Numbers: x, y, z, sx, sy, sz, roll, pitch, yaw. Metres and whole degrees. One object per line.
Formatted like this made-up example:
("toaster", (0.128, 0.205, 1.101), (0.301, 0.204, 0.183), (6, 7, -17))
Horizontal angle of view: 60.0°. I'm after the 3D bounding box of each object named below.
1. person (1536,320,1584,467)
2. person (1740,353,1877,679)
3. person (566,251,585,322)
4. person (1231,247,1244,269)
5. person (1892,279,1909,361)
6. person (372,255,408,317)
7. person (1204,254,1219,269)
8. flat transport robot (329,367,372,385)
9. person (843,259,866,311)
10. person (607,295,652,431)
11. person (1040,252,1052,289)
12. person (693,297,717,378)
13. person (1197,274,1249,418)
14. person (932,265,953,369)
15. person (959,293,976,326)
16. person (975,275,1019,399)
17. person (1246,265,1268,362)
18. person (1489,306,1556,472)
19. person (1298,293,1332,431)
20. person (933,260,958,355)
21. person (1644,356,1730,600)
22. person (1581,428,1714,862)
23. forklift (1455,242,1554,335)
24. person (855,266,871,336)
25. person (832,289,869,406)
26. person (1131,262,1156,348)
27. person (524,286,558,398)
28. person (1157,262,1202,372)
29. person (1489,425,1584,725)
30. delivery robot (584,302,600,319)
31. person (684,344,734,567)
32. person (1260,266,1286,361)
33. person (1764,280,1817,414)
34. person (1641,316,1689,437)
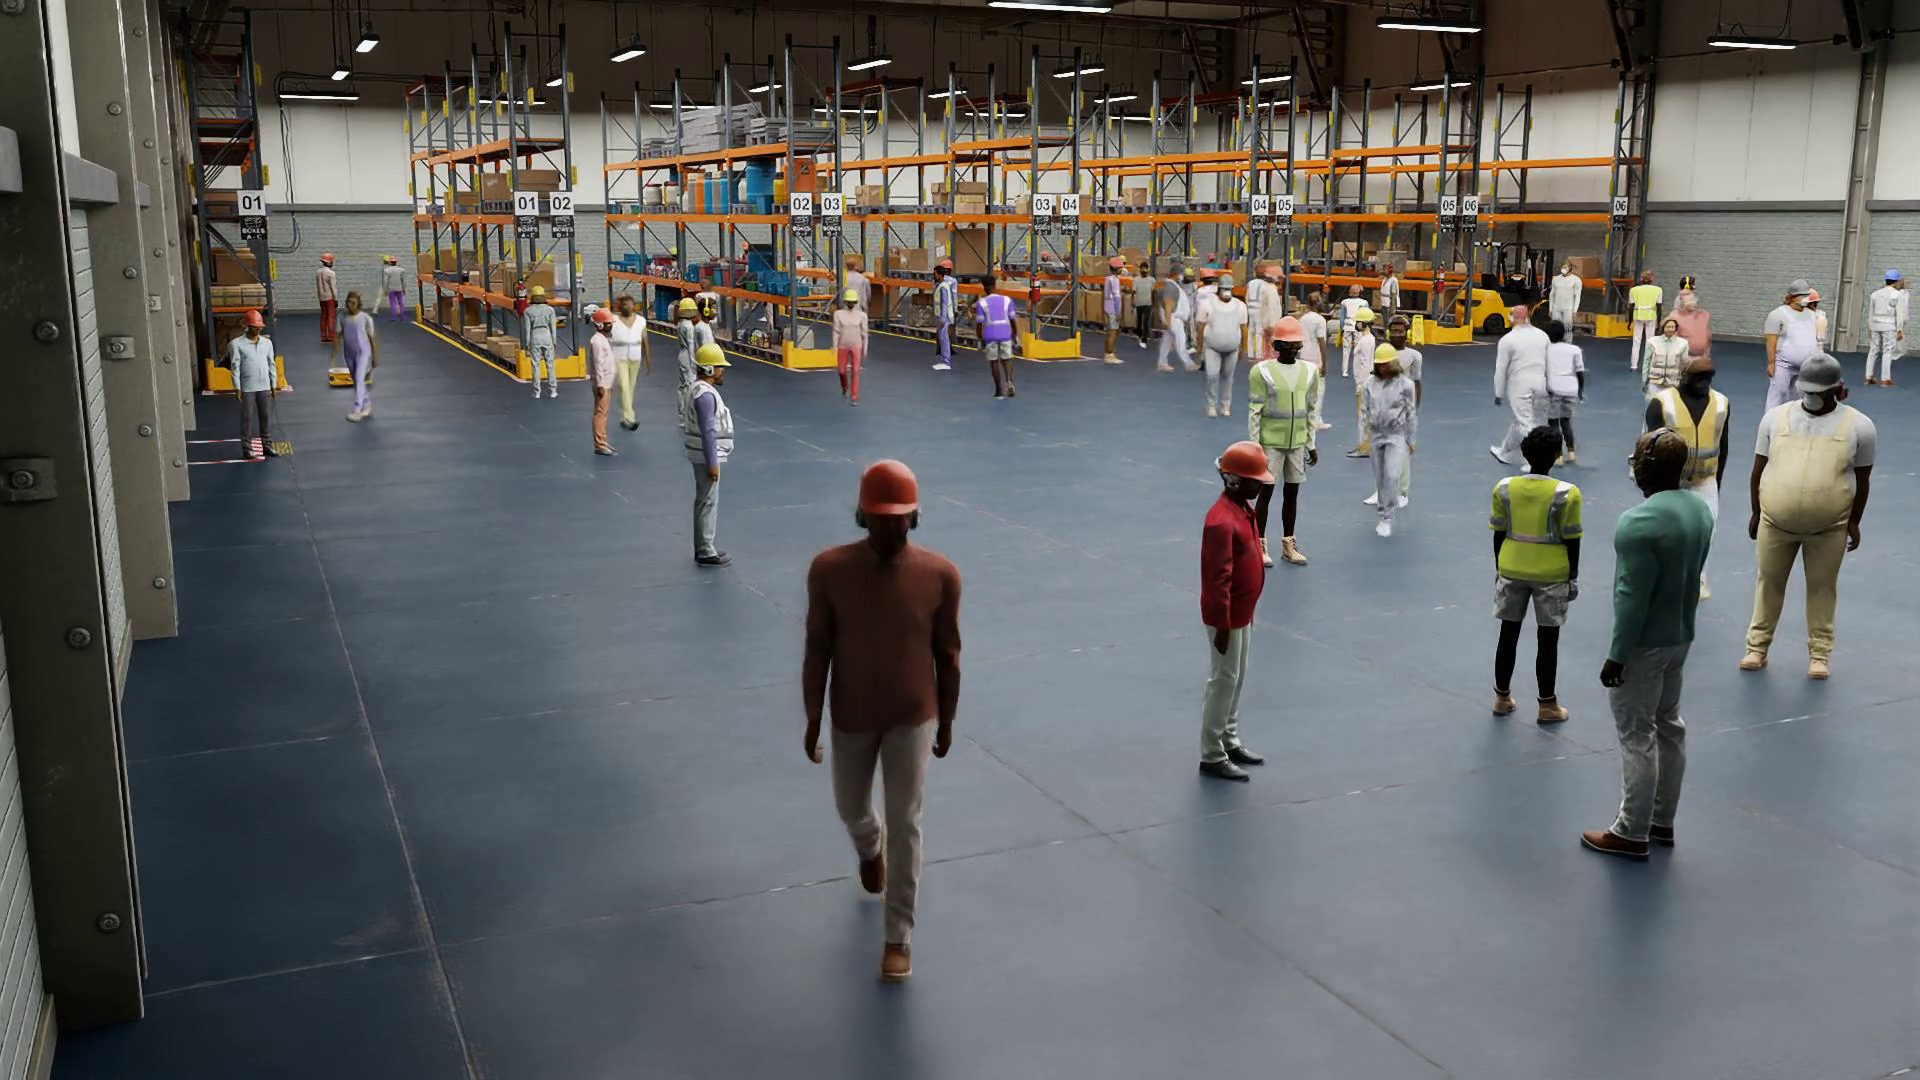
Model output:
("person", (6.798, -1.663, 18.908), (0.549, 1.662, 0.472), (-1, 11, -6))
("person", (5.246, -0.156, 10.323), (0.674, 2.000, 0.535), (7, 13, 33))
("person", (-10.154, -6.705, 44.003), (0.337, 1.882, 0.585), (6, 13, 27))
("person", (8.650, -8.181, 51.641), (0.430, 1.840, 0.638), (-2, 11, -8))
("person", (18.265, -4.284, 32.388), (0.459, 1.615, 0.578), (-3, 11, -14))
("person", (-15.985, -7.074, 46.343), (0.952, 1.714, 0.523), (-8, 14, -34))
("person", (7.240, -7.440, 48.194), (0.590, 1.699, 0.910), (-6, 13, -29))
("flat transport robot", (-10.339, -2.789, 28.217), (0.652, 0.197, 1.431), (-4, 12, -18))
("person", (-2.324, -5.025, 35.440), (0.656, 1.889, 0.443), (-4, 12, -19))
("person", (-4.371, -2.337, 22.027), (0.589, 1.790, 0.952), (-7, 13, -32))
("person", (2.522, -7.686, 49.388), (0.389, 1.729, 0.554), (-1, 11, -7))
("person", (-3.098, -2.022, 20.288), (0.318, 1.861, 0.501), (-2, 11, -9))
("person", (3.715, -2.729, 23.402), (0.704, 2.000, 0.750), (-1, 11, -4))
("person", (-0.315, -4.111, 30.740), (0.370, 1.915, 0.597), (-1, 11, -6))
("person", (0.220, -6.470, 42.497), (0.618, 2.017, 0.869), (-4, 12, -20))
("person", (0.564, -3.135, 25.742), (0.690, 1.928, 0.514), (-3, 12, -16))
("person", (5.758, -4.378, 32.188), (0.358, 1.881, 0.574), (-6, 13, -28))
("person", (6.306, -1.699, 18.709), (0.716, 1.827, 1.027), (-5, 12, -22))
("person", (4.708, -2.370, 22.177), (0.337, 1.819, 0.617), (-6, 13, -28))
("person", (-0.274, -4.719, 33.808), (0.546, 1.928, 0.384), (6, 12, 27))
("person", (5.407, -0.452, 12.383), (0.644, 1.817, 0.627), (1, 11, 6))
("person", (3.077, 0.464, 7.432), (0.635, 1.938, 0.359), (-9, 14, -39))
("forklift", (13.047, -6.049, 39.881), (2.313, 2.155, 1.214), (-5, 12, -23))
("person", (-2.328, -5.557, 38.805), (0.523, 1.636, 0.310), (1, 11, 7))
("person", (-1.640, -2.890, 24.935), (0.551, 1.751, 0.427), (0, 11, -2))
("person", (3.941, -5.061, 35.774), (0.523, 1.844, 0.823), (2, 11, 8))
("person", (-6.564, -3.098, 26.051), (0.483, 1.736, 0.311), (-3, 12, -15))
("person", (3.997, -4.052, 30.123), (0.910, 2.000, 0.679), (3, 12, 16))
("person", (3.253, 0.195, 9.415), (0.534, 1.698, 0.318), (10, 15, 40))
("delivery robot", (-9.578, -5.964, 43.391), (0.477, 0.478, 0.707), (-5, 12, -26))
("person", (-2.046, -0.689, 13.603), (0.404, 1.824, 0.585), (-2, 11, -11))
("person", (5.306, -3.640, 28.179), (0.436, 1.980, 0.649), (1, 11, 5))
("person", (10.533, -2.257, 21.004), (0.688, 2.000, 0.539), (-3, 11, -13))
("person", (8.600, -1.913, 20.309), (0.519, 1.633, 0.313), (4, 12, 19))
